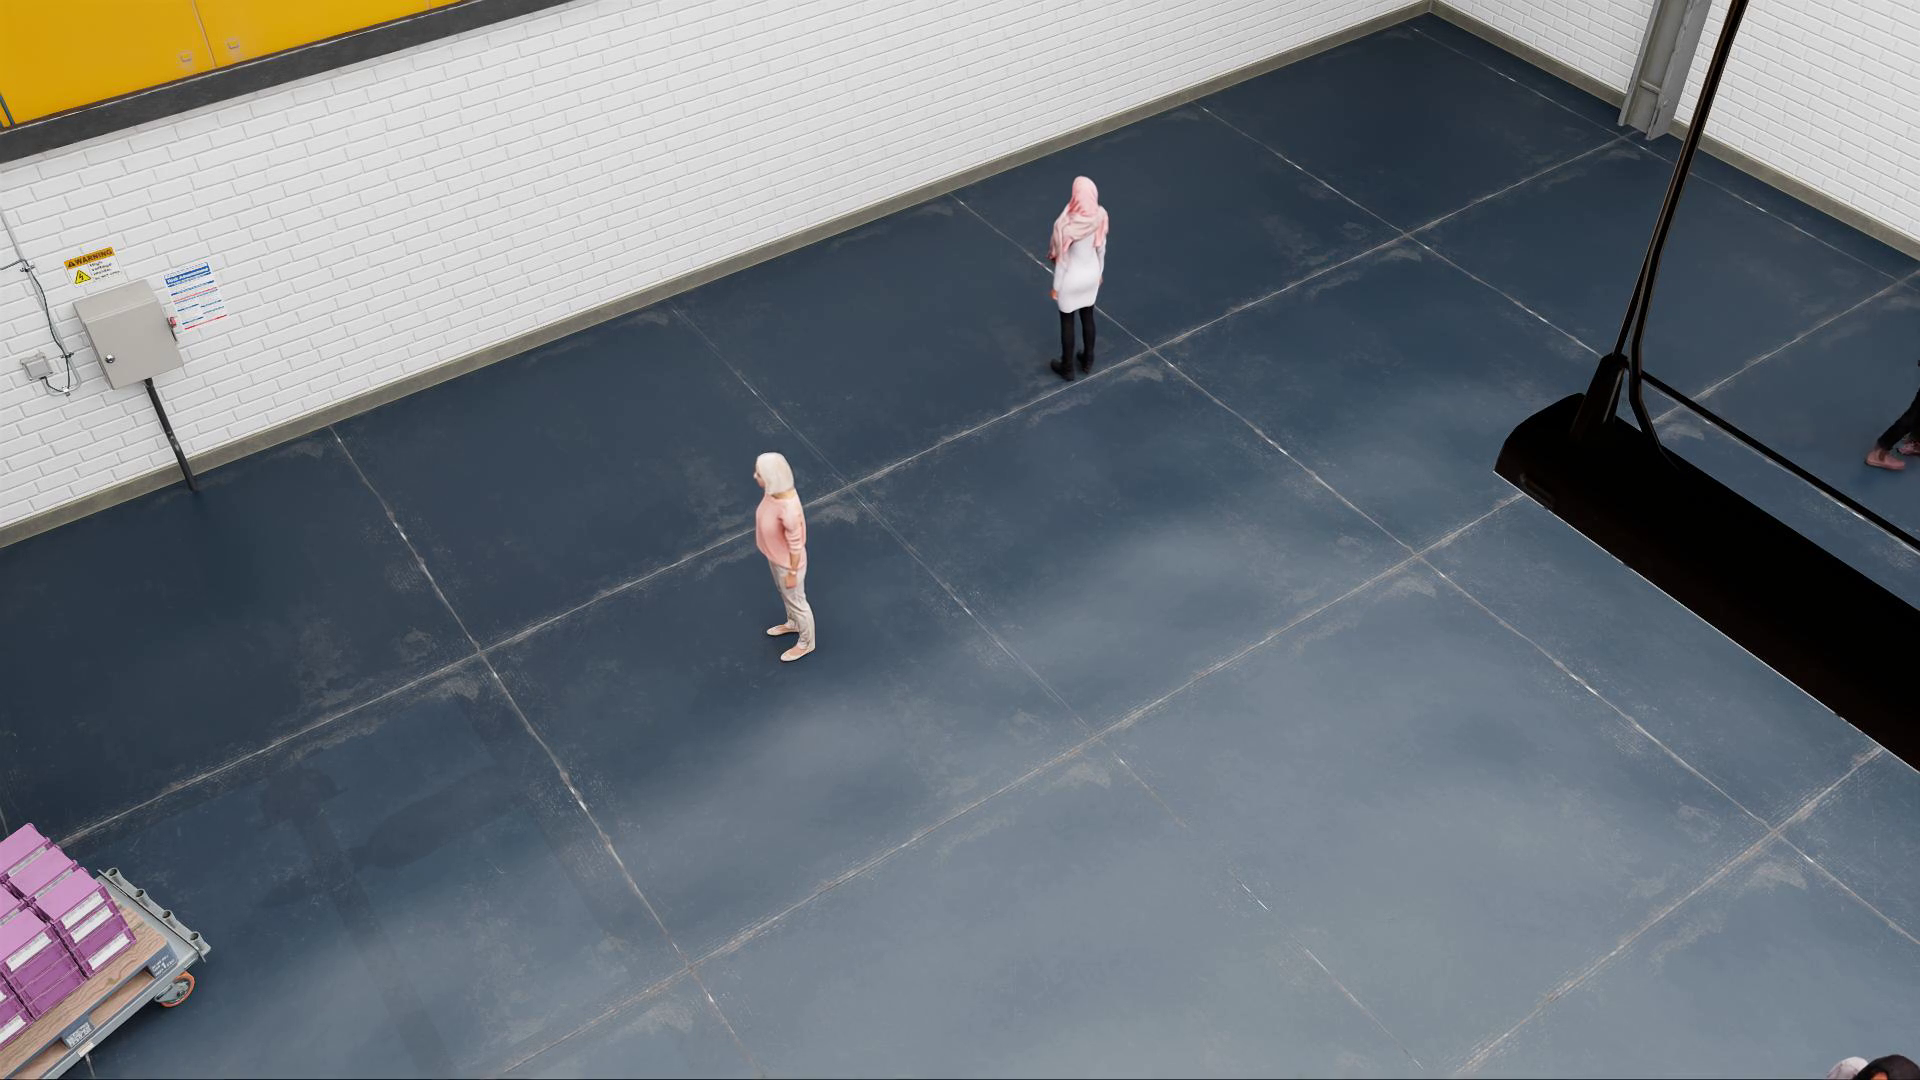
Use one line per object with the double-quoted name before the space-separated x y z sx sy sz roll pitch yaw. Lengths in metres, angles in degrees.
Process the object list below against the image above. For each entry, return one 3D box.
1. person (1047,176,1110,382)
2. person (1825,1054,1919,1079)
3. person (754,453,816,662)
"person" 0.925 -2.045 13.016 0.658 1.804 0.623 -20 47 -20
"person" 4.252 2.893 7.978 0.707 1.604 0.613 -22 48 -21
"person" -1.136 0.091 10.832 0.703 1.725 0.524 -17 46 -17
